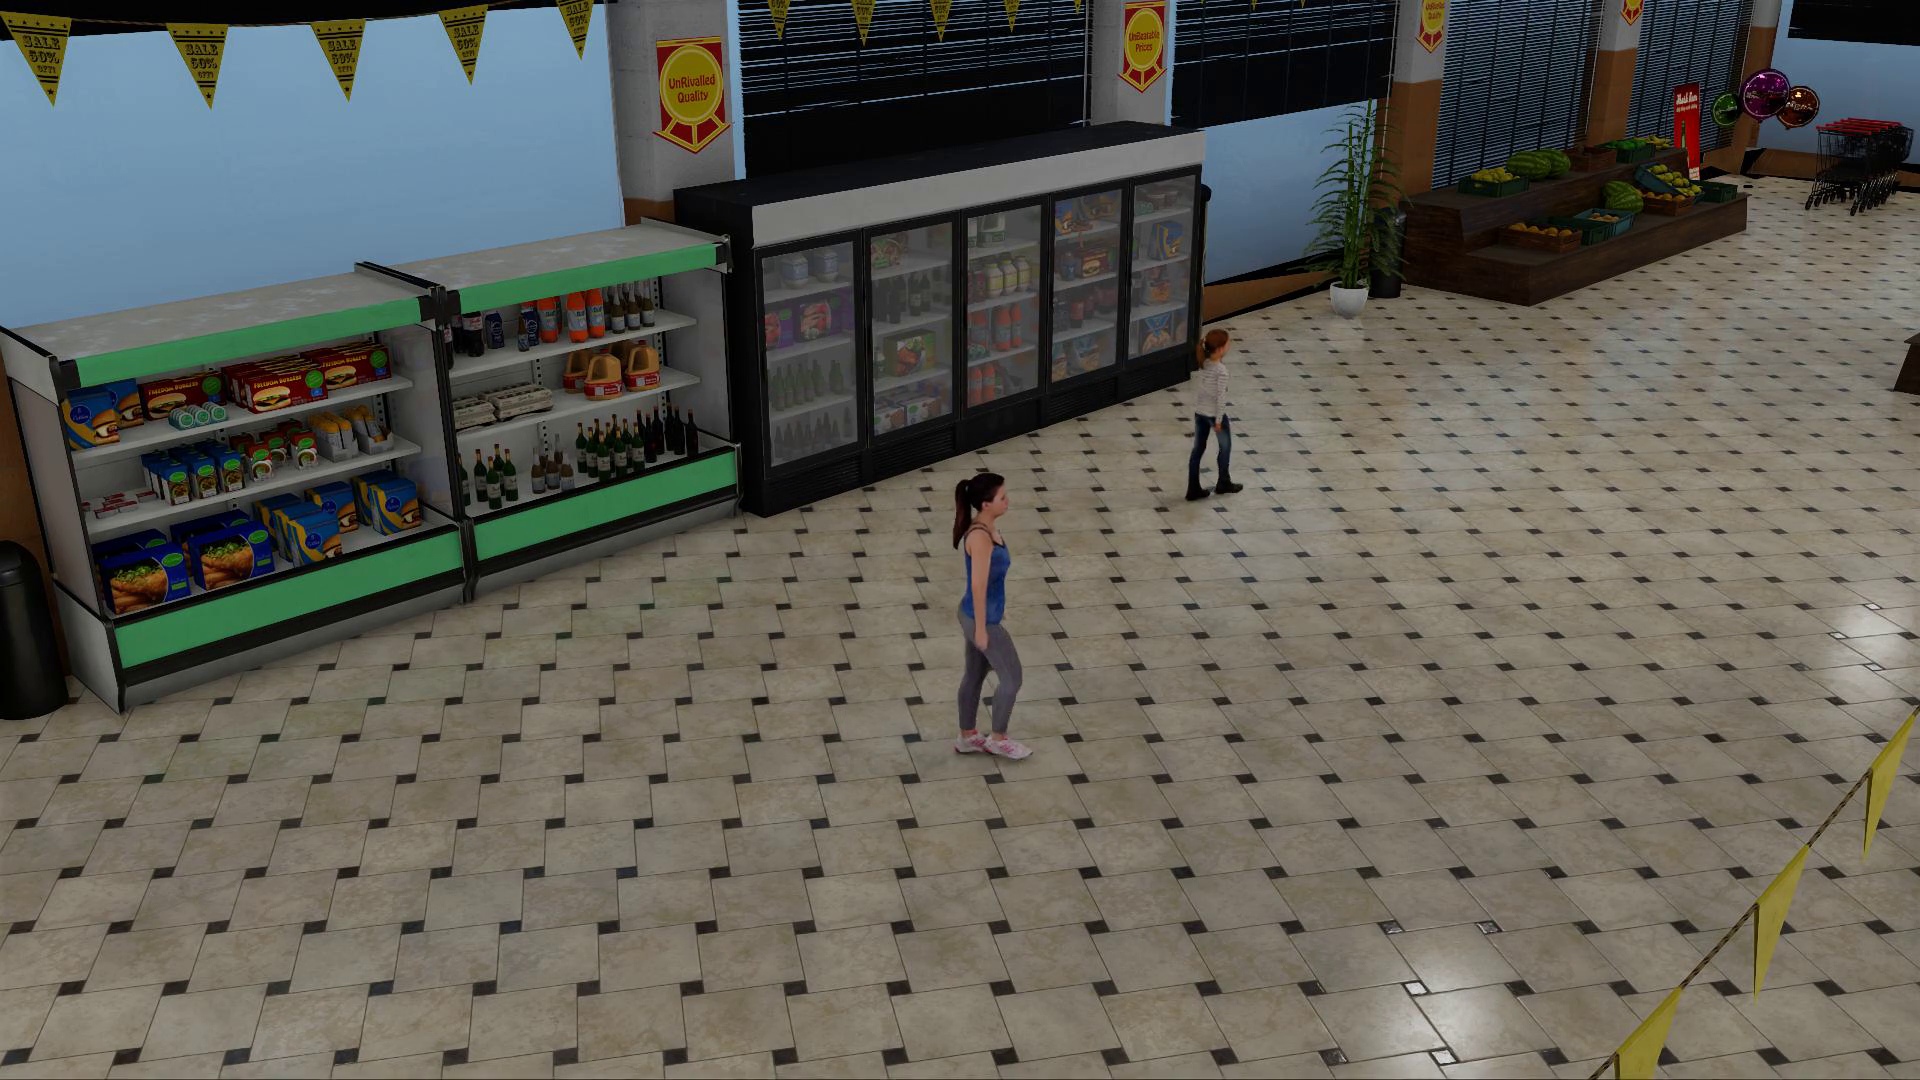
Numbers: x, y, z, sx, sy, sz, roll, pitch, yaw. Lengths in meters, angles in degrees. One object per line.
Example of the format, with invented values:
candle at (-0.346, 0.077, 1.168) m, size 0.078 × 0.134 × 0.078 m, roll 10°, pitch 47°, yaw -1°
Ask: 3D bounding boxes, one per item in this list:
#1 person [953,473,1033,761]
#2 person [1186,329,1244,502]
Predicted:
person at (0.058, 0.414, 8.695) m, size 0.796 × 1.602 × 0.736 m, roll 0°, pitch 22°, yaw -1°
person at (1.809, -0.914, 12.402) m, size 0.728 × 1.302 × 0.546 m, roll -14°, pitch 26°, yaw -32°
